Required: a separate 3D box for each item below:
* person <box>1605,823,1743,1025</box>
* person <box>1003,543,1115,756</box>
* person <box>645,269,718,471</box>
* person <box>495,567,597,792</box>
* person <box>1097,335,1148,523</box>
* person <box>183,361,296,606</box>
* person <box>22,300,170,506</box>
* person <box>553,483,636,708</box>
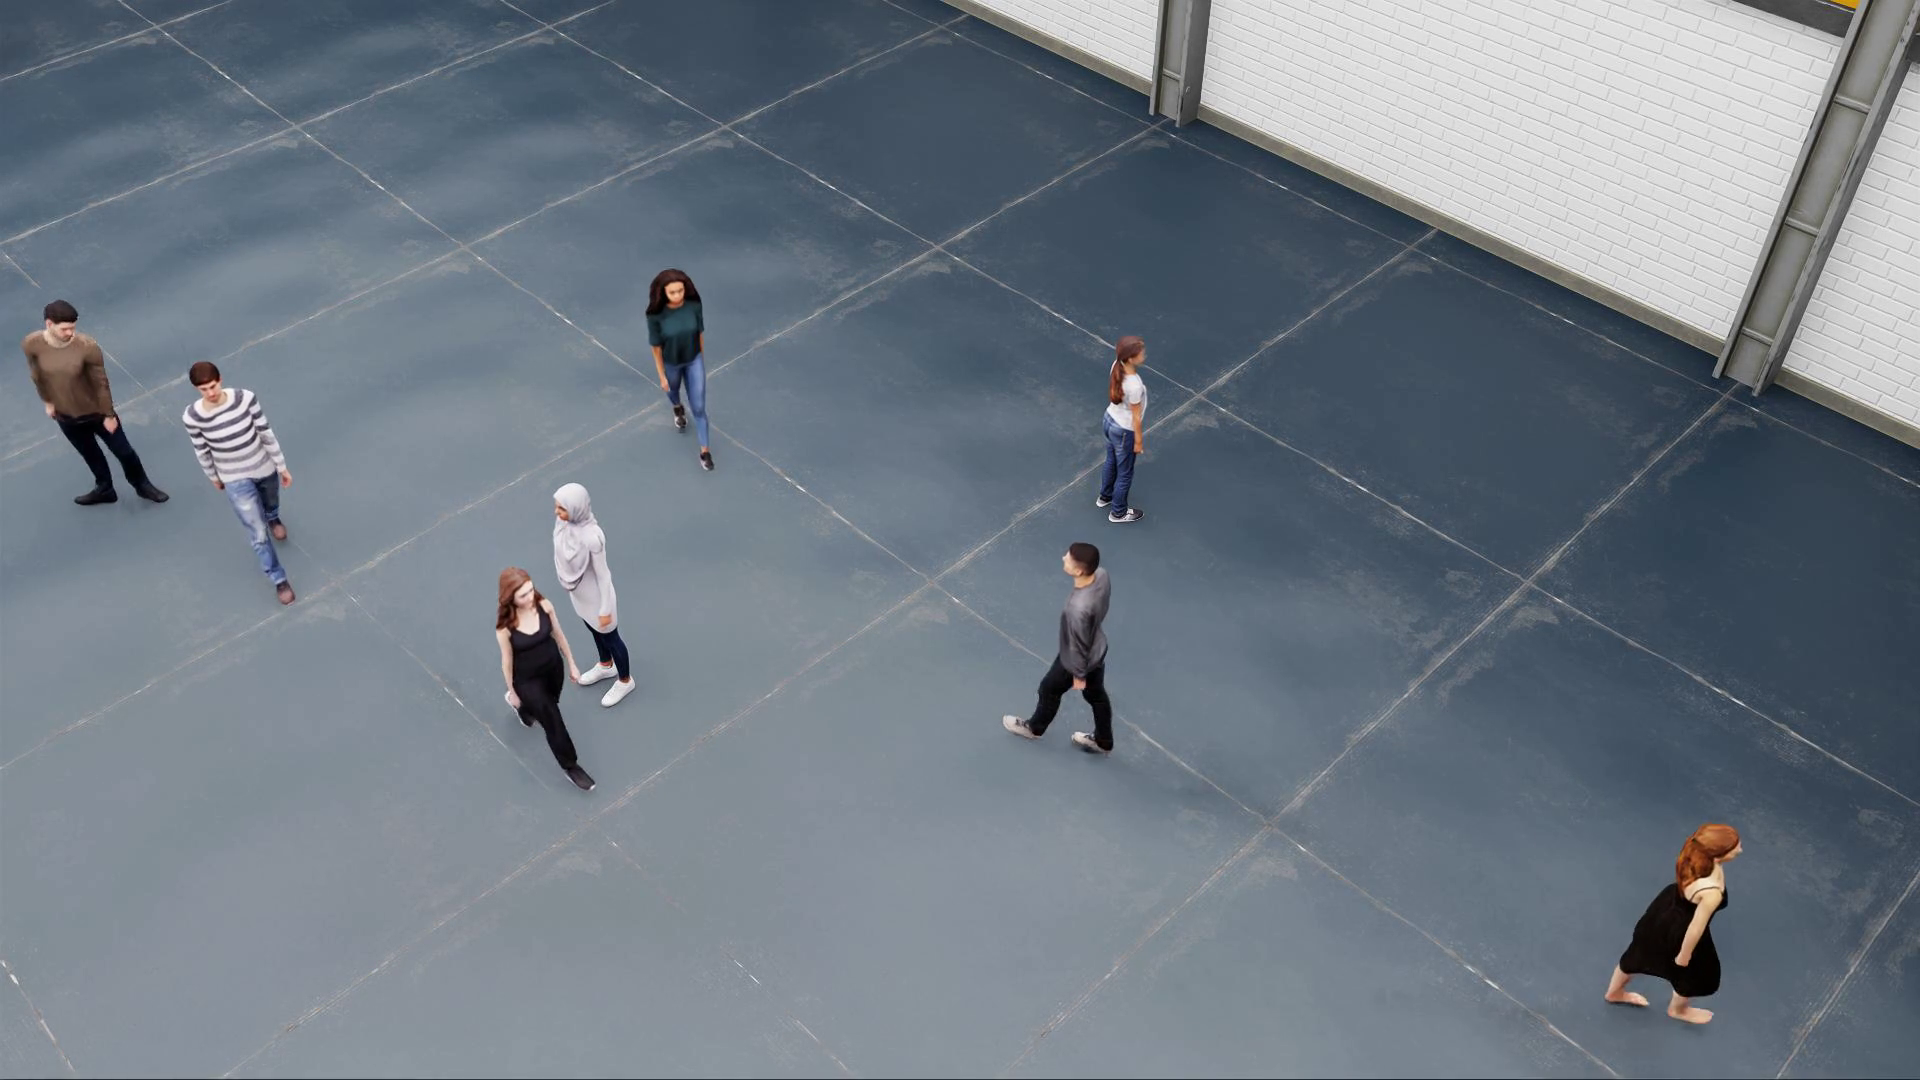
[{"bbox_3d":[3.734,2.033,8.845,0.912,1.610,0.842,2,44,2],"label":"person"},{"bbox_3d":[0.825,0.721,10.132,1.046,1.735,0.841,18,46,18],"label":"person"},{"bbox_3d":[-2.119,-1.368,12.445,0.931,1.569,1.206,-14,45,-14],"label":"person"},{"bbox_3d":[-2.619,0.760,10.106,1.109,1.714,0.642,32,52,29],"label":"person"},{"bbox_3d":[1.168,-0.810,11.864,0.668,1.563,0.557,-16,46,-16],"label":"person"},{"bbox_3d":[-4.891,-0.525,11.387,0.781,1.806,1.249,-26,49,-25],"label":"person"},{"bbox_3d":[-6.279,-0.956,11.807,0.870,1.851,0.922,9,44,9],"label":"person"},{"bbox_3d":[-2.323,0.333,10.509,0.681,1.775,0.470,-32,52,-29],"label":"person"}]
